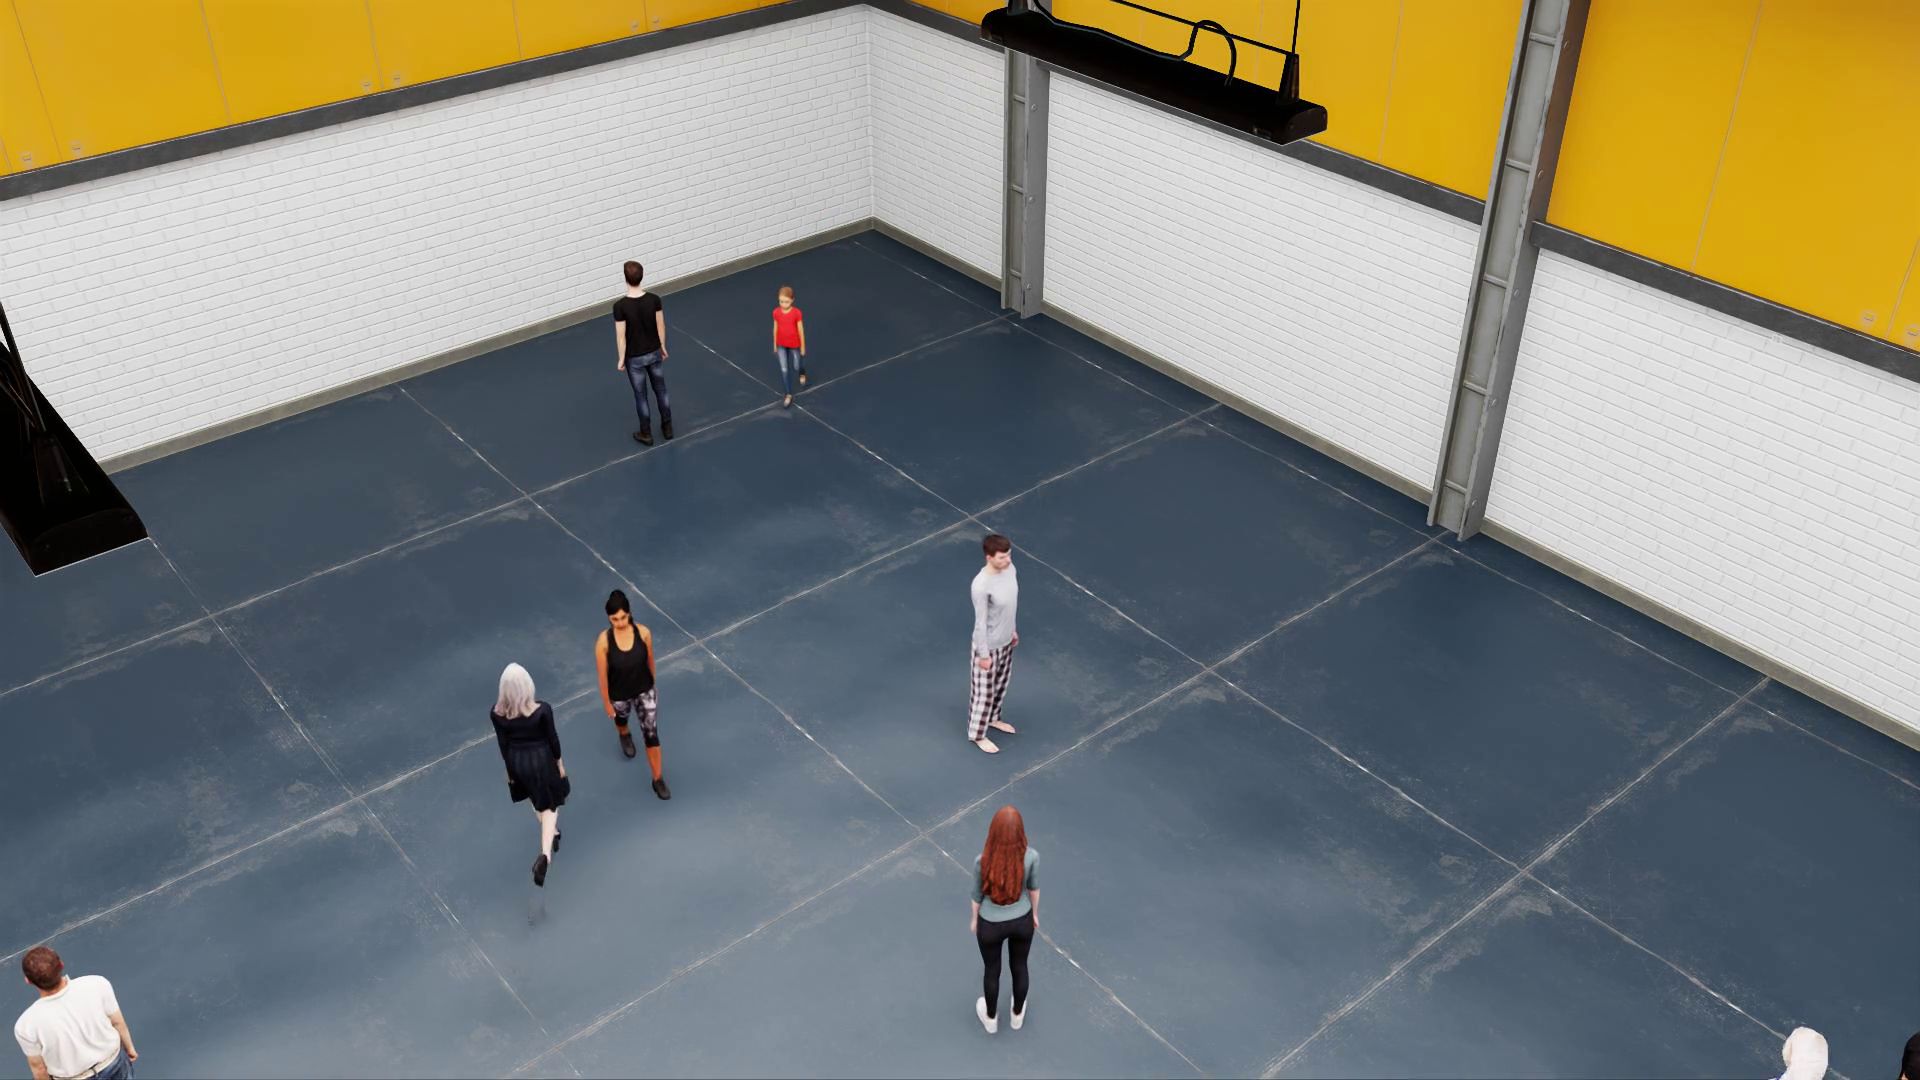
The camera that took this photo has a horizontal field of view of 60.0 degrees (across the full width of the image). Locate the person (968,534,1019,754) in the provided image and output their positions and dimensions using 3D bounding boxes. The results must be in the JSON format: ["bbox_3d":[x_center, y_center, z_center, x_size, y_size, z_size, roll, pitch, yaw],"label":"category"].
[{"bbox_3d":[0.241,0.737,12.423,0.625,1.847,0.678,22,39,29],"label":"person"}]

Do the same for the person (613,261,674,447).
[{"bbox_3d":[-3.082,-1.813,16.216,0.708,1.896,0.625,-18,38,-25],"label":"person"}]

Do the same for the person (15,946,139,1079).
[{"bbox_3d":[-4.758,2.933,9.118,0.584,1.850,0.670,29,43,36],"label":"person"}]

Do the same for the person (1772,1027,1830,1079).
[{"bbox_3d":[4.306,3.255,8.687,1.047,1.790,0.803,21,39,28],"label":"person"}]

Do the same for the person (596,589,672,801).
[{"bbox_3d":[-2.450,1.049,12.165,0.788,1.614,1.175,-15,36,-21],"label":"person"}]

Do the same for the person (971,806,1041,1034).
[{"bbox_3d":[0.273,2.325,10.130,0.652,1.742,0.676,-5,34,-7],"label":"person"}]

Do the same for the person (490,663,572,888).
[{"bbox_3d":[-2.893,1.597,11.242,0.931,1.723,1.057,-2,34,-3],"label":"person"}]

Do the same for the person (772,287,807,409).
[{"bbox_3d":[-1.738,-2.030,17.087,0.751,1.293,0.790,5,34,8],"label":"person"}]
